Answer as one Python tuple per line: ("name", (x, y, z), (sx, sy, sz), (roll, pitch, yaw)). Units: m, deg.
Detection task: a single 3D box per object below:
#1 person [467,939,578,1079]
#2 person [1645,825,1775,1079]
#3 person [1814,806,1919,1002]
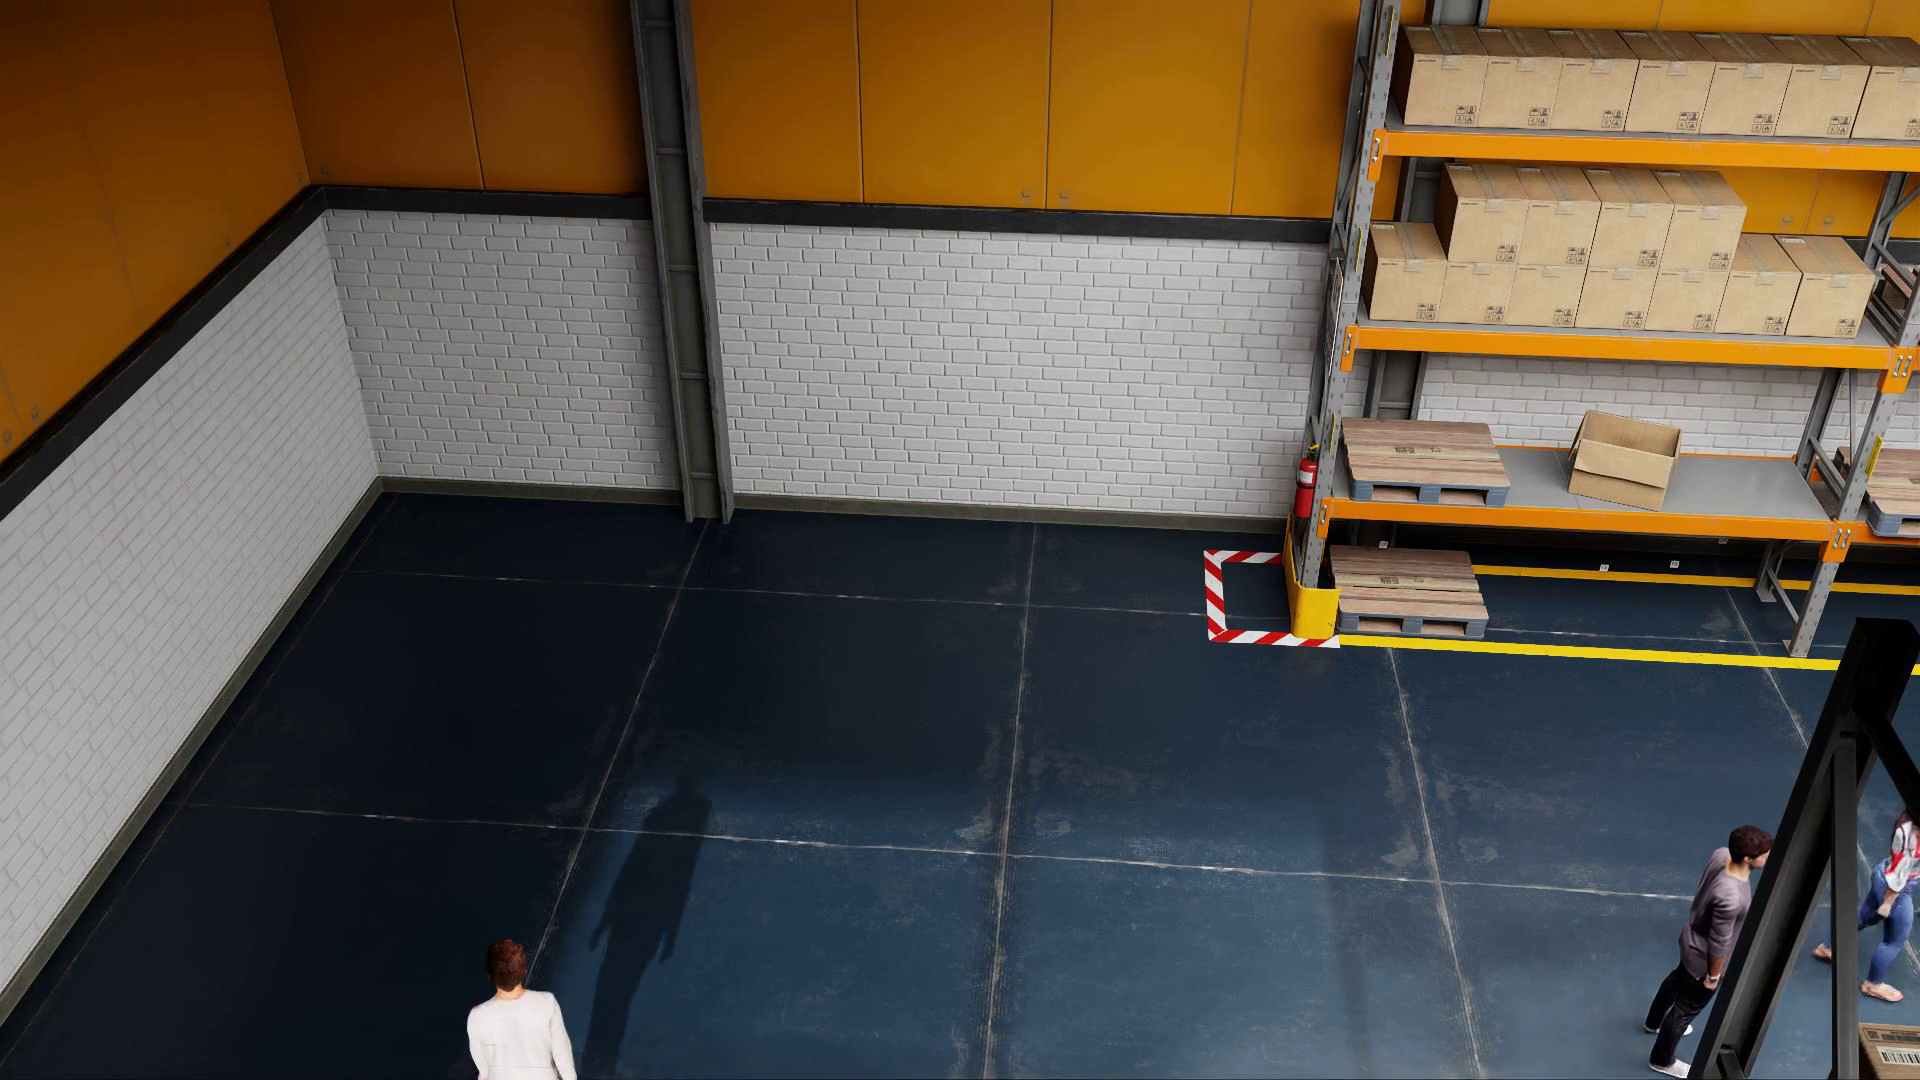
("person", (-2.292, 2.957, 8.843), (0.724, 1.885, 0.834), (-13, 36, -18))
("person", (4.369, 2.374, 9.755), (0.595, 1.847, 0.700), (9, 35, 13))
("person", (5.738, 2.125, 10.362), (0.884, 1.588, 0.790), (21, 39, 28))
